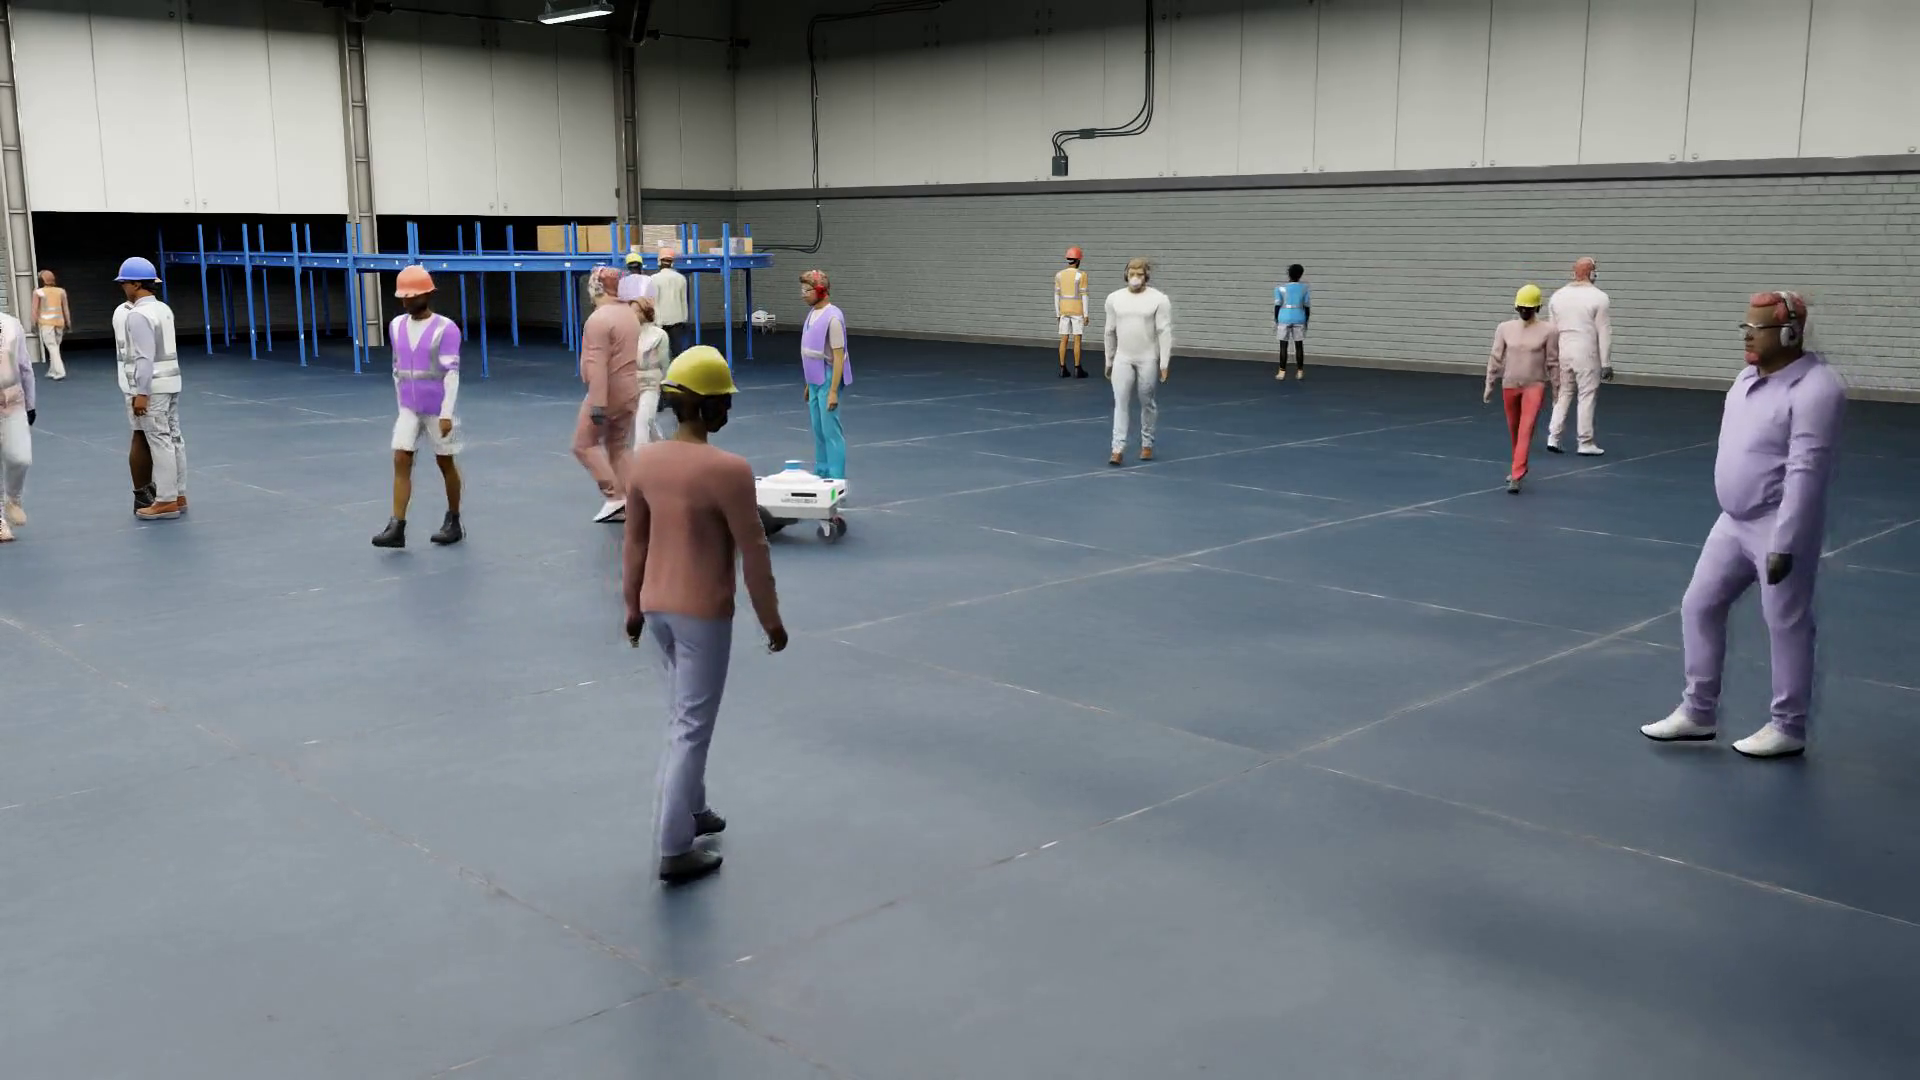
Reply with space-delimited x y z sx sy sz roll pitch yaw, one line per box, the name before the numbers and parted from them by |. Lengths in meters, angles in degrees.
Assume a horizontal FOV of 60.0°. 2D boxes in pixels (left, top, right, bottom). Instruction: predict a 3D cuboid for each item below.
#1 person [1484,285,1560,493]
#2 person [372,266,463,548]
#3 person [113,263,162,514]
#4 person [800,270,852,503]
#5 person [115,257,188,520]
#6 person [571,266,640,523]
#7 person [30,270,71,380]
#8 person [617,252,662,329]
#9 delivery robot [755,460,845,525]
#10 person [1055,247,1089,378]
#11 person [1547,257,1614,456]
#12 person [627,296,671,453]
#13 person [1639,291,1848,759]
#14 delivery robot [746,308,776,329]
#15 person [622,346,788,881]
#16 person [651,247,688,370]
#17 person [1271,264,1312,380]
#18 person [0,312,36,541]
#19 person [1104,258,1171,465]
person | 4.741 -1.289 13.983 0.546 1.711 0.942 7 12 33
person | -3.654 -0.874 11.174 0.562 1.893 0.907 3 11 16
person | -6.222 -1.175 12.717 0.356 1.937 0.552 -2 11 -12
person | -1.065 -1.206 13.158 0.393 1.837 0.563 -5 11 -24
person | -6.071 -1.142 12.505 0.402 1.949 0.605 -1 10 -7
person | -2.595 -1.051 12.177 0.451 1.884 0.671 2 11 13
person | -13.391 -3.165 24.490 0.778 1.603 0.533 6 12 30
person | -4.219 -2.817 21.809 0.669 1.883 0.608 3 11 17
delivery robot | -1.169 -0.315 11.662 0.707 0.478 0.477 2 11 9
person | 1.692 -3.409 24.895 0.552 1.936 0.360 6 12 32
person | 5.992 -1.768 16.056 0.409 1.911 0.665 -6 12 -32
person | -2.708 -1.307 14.366 0.524 1.599 0.854 6 12 28
person | 3.134 -0.045 6.685 0.757 1.880 0.681 -1 10 -6
delivery robot | -4.325 -4.798 36.109 0.477 0.478 0.707 -10 14 -44
person | -0.844 0.234 5.566 0.540 1.748 0.647 8 13 37
person | -3.958 -3.024 22.781 0.631 1.957 0.924 -10 15 -44
person | 4.880 -3.192 24.426 0.561 1.684 0.337 0 10 0
person | -6.780 -0.904 11.570 0.653 1.823 0.511 -9 14 -41
person | 1.644 -1.671 15.555 0.645 1.922 0.732 3 11 17
